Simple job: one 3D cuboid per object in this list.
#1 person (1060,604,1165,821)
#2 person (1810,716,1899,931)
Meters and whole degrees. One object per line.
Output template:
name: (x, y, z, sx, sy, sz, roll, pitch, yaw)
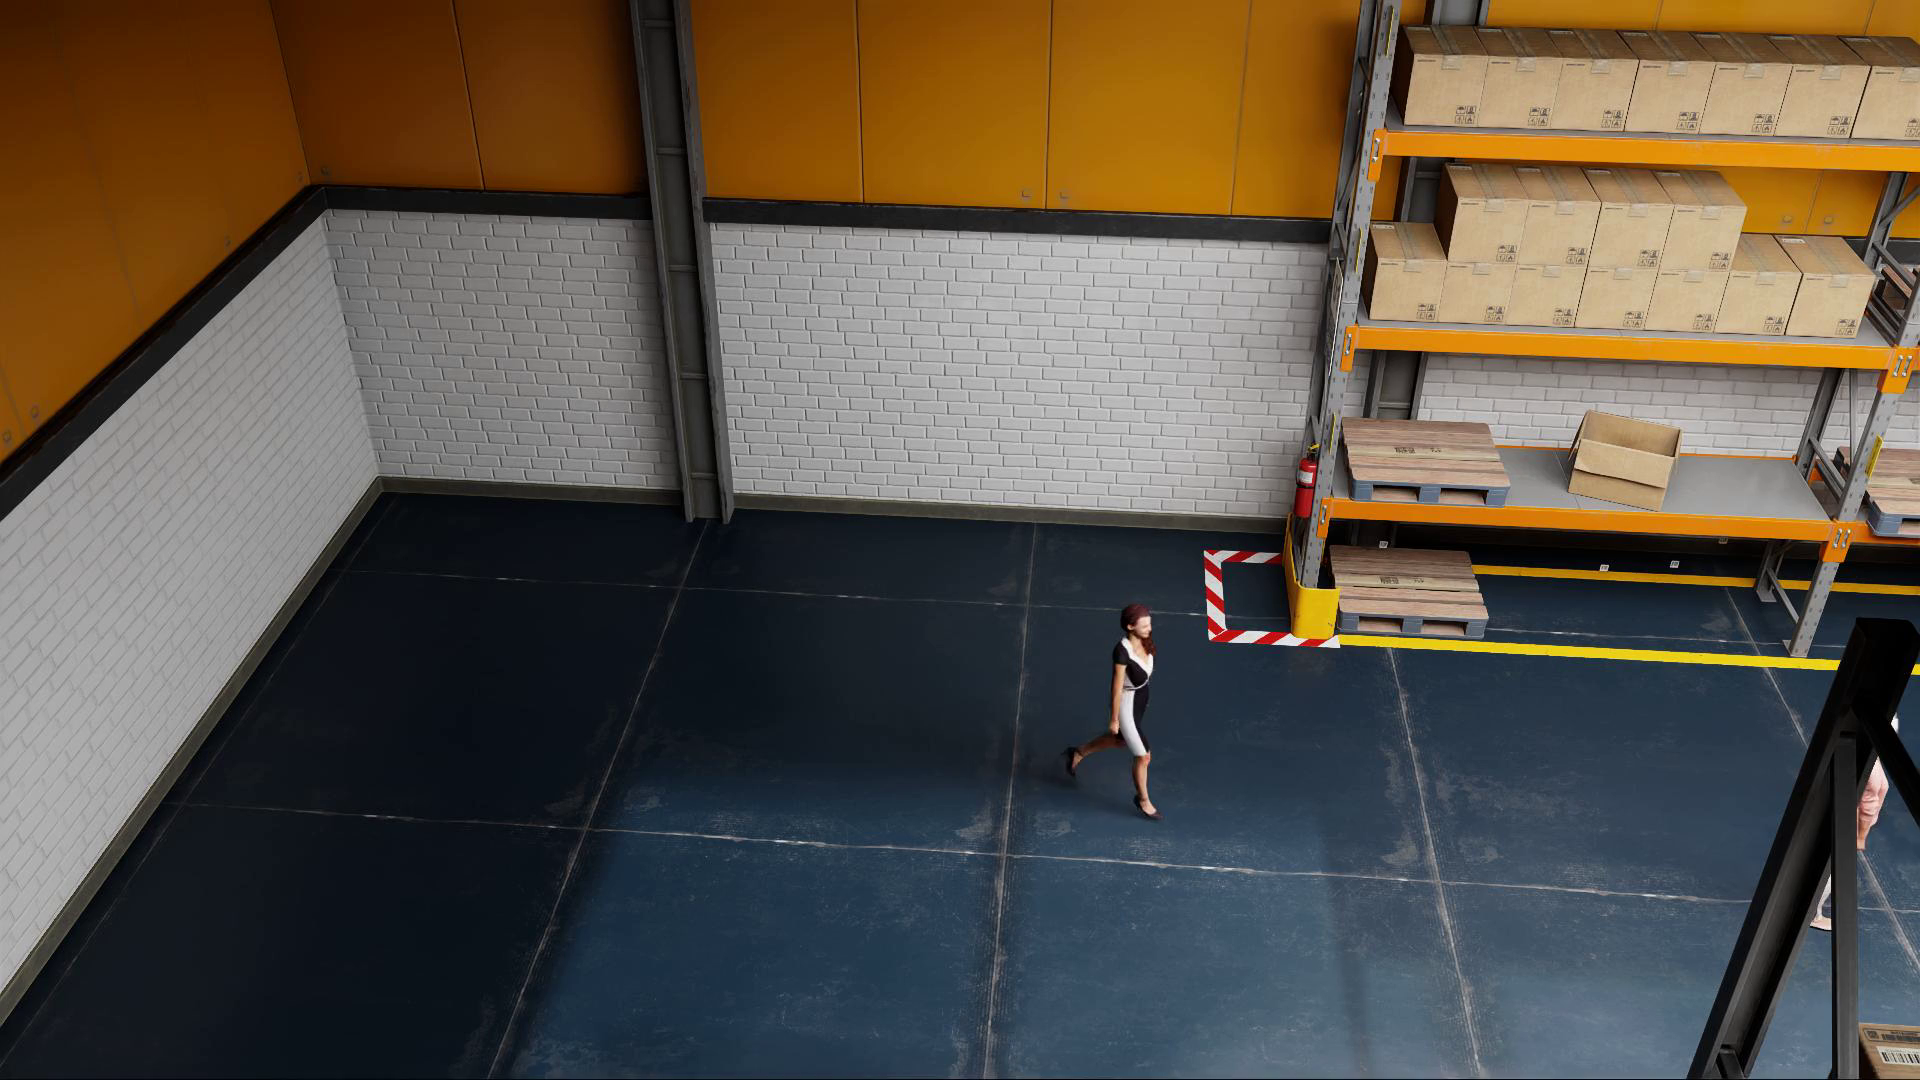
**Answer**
person: (1.111, 1.172, 11.632, 1.153, 1.770, 0.886, 17, 37, 24)
person: (5.711, 1.784, 10.753, 0.549, 1.724, 0.619, -1, 34, -1)
